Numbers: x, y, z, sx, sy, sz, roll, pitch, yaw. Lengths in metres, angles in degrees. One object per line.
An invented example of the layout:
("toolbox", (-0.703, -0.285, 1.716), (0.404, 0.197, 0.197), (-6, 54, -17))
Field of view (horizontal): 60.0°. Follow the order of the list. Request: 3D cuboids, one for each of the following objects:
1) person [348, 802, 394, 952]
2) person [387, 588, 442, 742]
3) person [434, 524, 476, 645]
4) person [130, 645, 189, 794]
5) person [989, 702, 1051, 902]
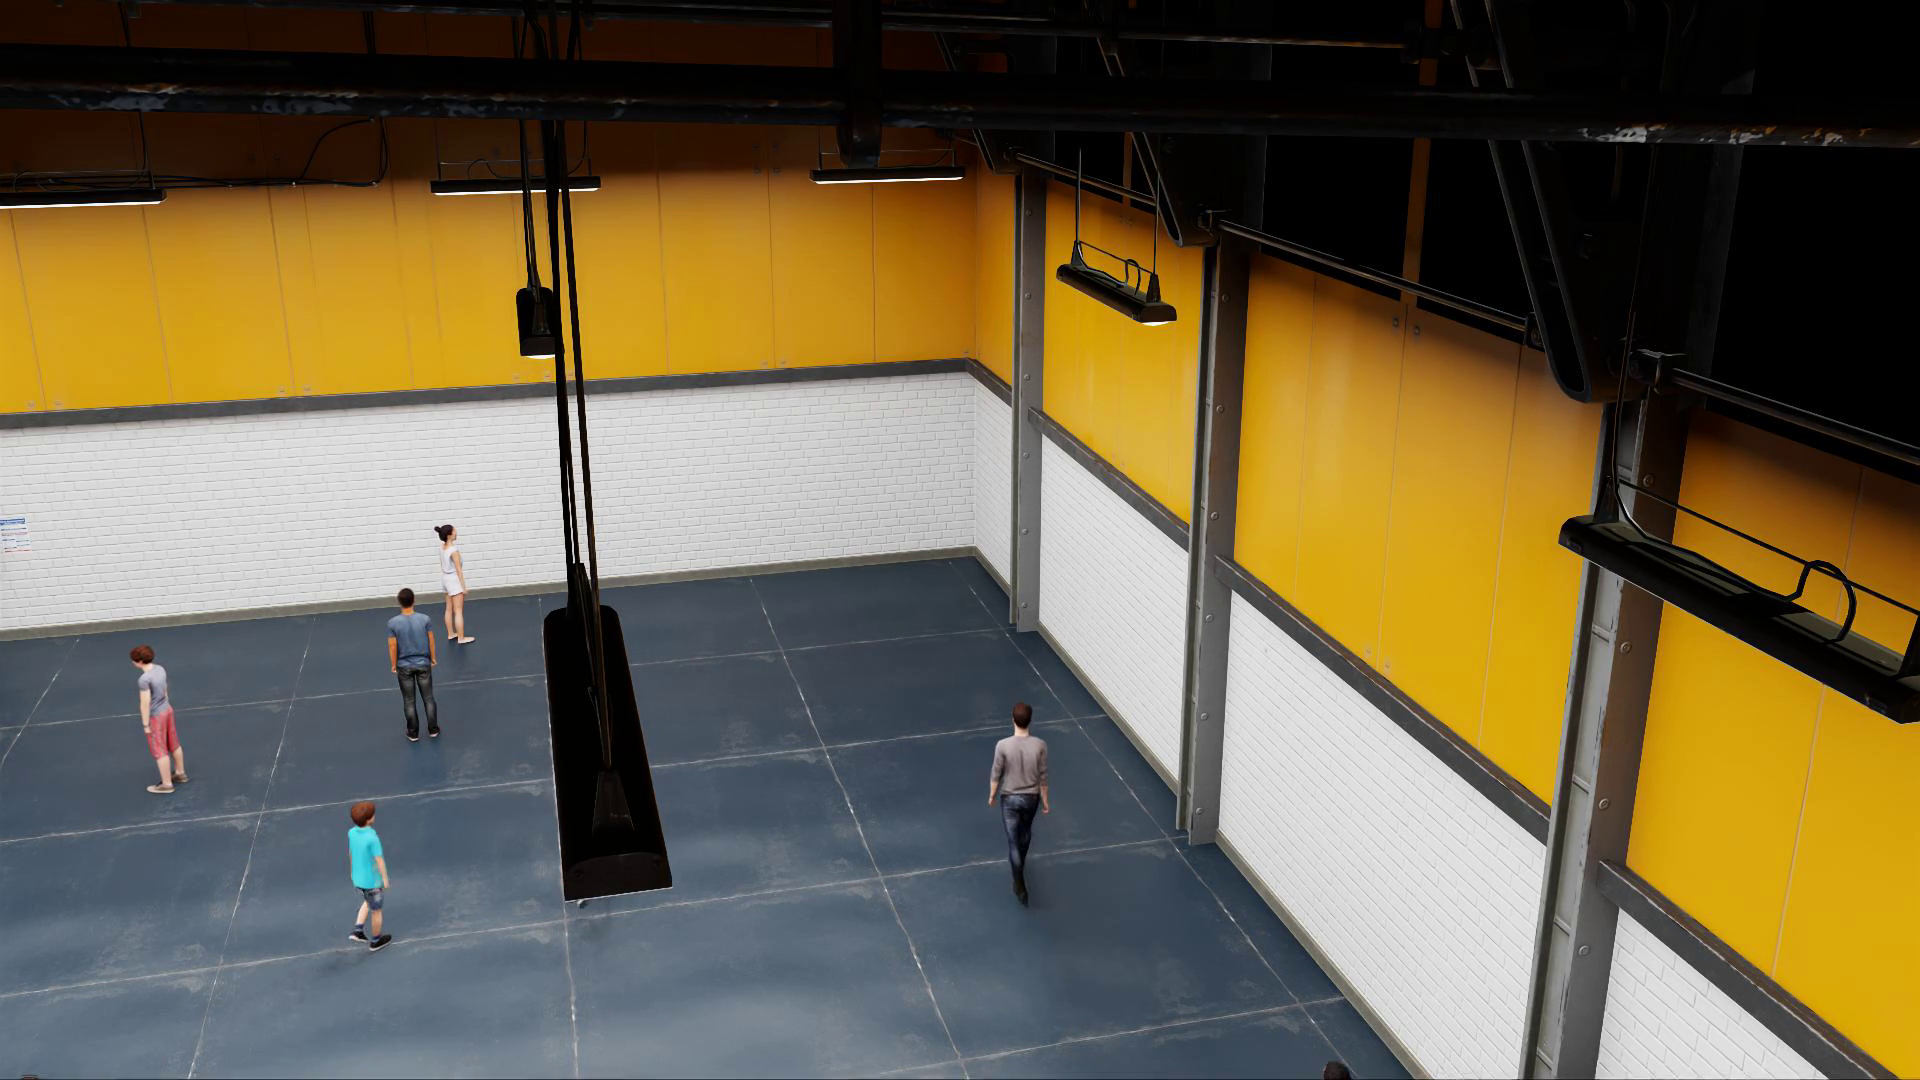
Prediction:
("person", (-5.313, 3.010, 14.769), (0.678, 1.440, 0.739), (11, 21, 29))
("person", (-6.218, 1.412, 18.942), (0.684, 1.804, 0.600), (-9, 20, -24))
("person", (-6.645, 0.559, 21.783), (0.633, 1.607, 0.721), (16, 24, 39))
("person", (-8.556, 1.893, 17.762), (0.711, 1.647, 0.588), (3, 19, 8))
("person", (0.571, 2.496, 15.646), (0.822, 1.854, 1.220), (-2, 19, -7))
